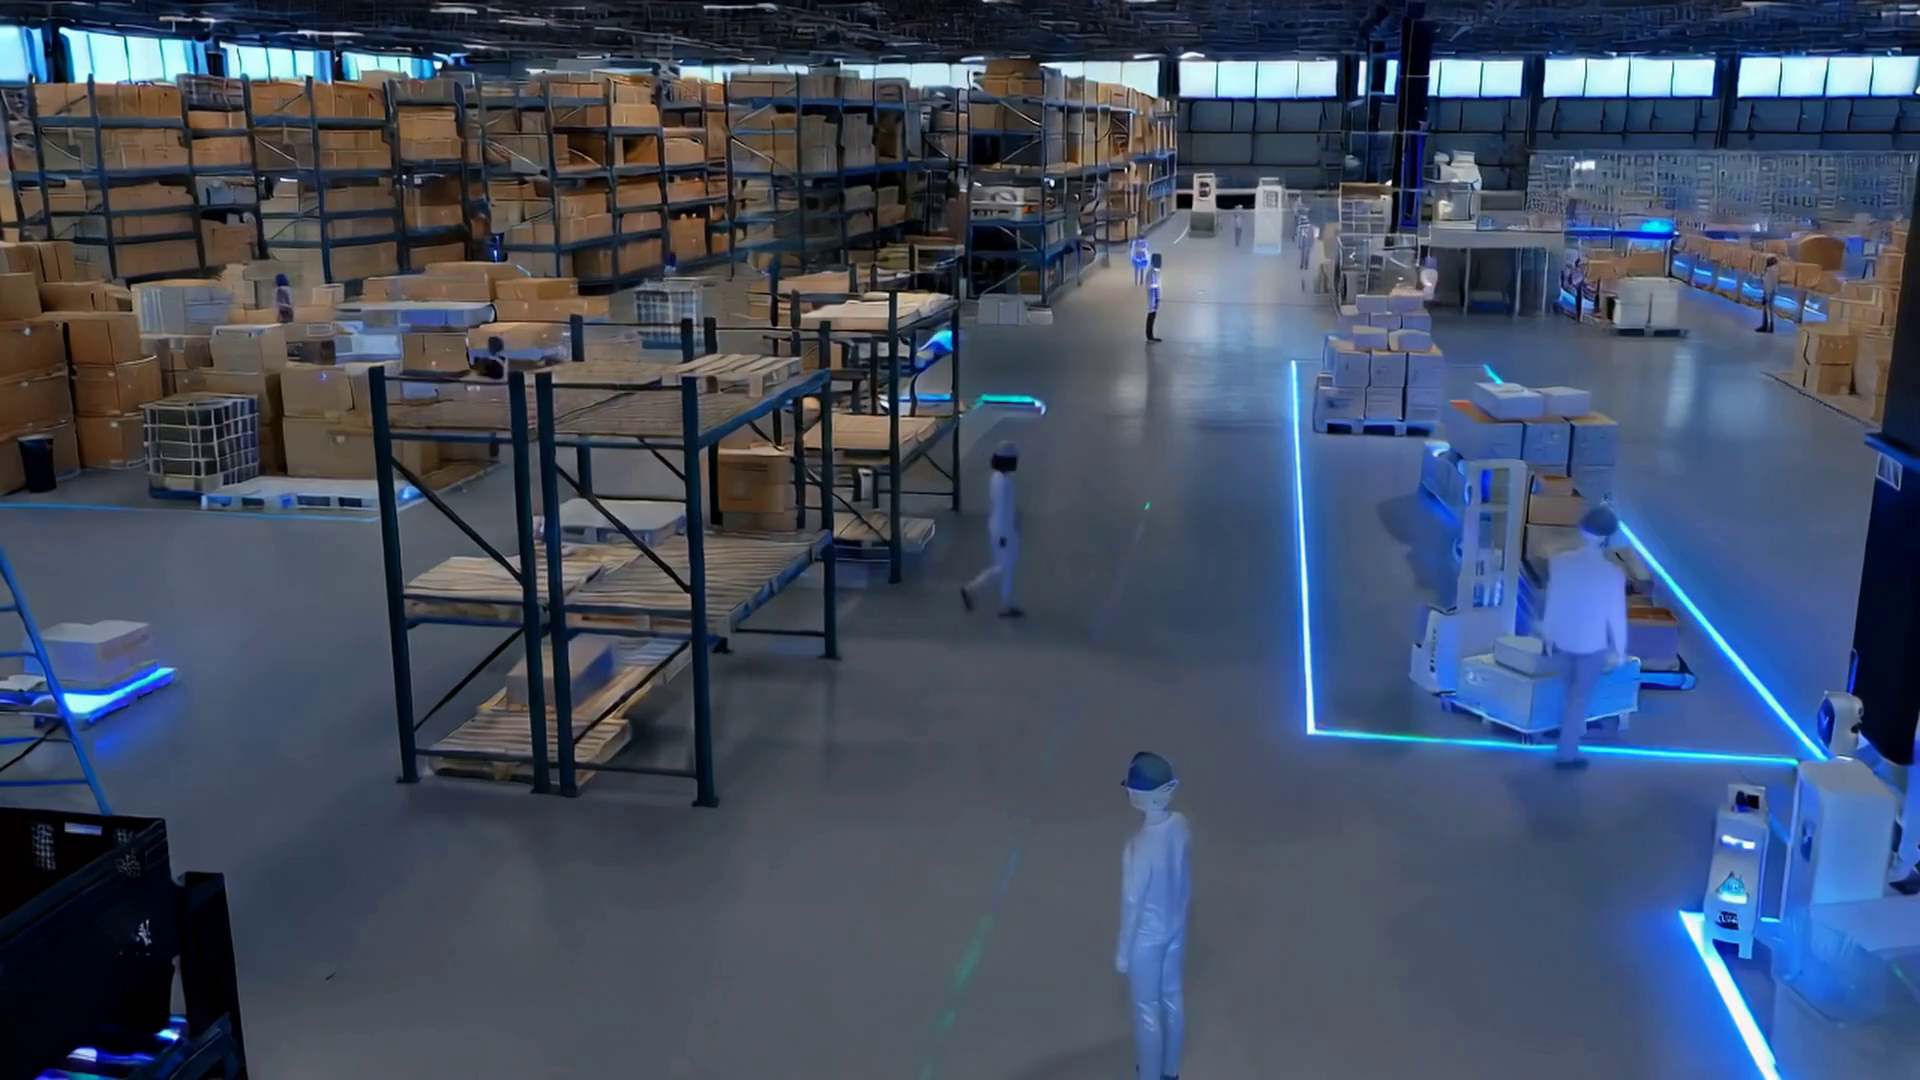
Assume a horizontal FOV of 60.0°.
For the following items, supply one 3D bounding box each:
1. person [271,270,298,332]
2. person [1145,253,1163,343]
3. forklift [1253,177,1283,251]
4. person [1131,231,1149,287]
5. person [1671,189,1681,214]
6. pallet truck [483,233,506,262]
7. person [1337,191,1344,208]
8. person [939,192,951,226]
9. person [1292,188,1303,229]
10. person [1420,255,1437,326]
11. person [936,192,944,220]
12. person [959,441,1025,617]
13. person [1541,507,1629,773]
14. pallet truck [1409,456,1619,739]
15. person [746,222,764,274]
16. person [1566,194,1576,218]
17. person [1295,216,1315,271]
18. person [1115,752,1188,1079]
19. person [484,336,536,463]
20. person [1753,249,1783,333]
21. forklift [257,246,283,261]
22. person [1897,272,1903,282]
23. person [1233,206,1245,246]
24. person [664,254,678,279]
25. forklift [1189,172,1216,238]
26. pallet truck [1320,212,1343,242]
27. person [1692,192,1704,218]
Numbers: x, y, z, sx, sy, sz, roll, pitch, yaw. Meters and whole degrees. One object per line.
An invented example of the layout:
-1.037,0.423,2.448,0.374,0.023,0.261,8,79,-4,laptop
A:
-13.476,-4.452,33.328,0.984,1.897,0.560,1,14,4,person
4.301,-5.380,36.928,0.371,1.966,0.608,0,14,1,person
12.083,-12.747,64.956,1.129,2.768,1.873,3,14,10,forklift
5.390,-8.418,49.826,0.558,1.684,0.362,1,14,4,person
34.562,-16.073,80.359,0.686,1.954,0.722,-5,15,-21,person
-11.832,-7.026,43.548,1.885,1.965,0.823,8,16,28,pallet truck
19.810,-17.499,86.696,0.490,1.700,0.879,11,17,37,person
-0.745,-16.264,81.252,0.574,1.896,0.911,2,14,10,person
16.129,-15.869,79.553,0.602,1.948,0.387,-8,16,-28,person
11.249,-6.033,40.155,0.543,1.679,0.607,-12,18,-41,person
-0.985,-17.679,87.022,0.656,1.885,0.640,10,17,35,person
0.319,-0.092,15.953,0.553,1.716,0.509,0,14,0,person
4.600,0.723,12.133,0.609,1.970,0.649,-8,16,-29,person
4.504,0.400,13.395,0.823,1.965,1.885,-6,15,-23,pallet truck
-6.709,-9.698,54.636,0.643,1.888,0.550,4,14,16,person
27.208,-14.438,73.897,0.809,1.877,0.656,12,18,40,person
11.559,-9.938,55.781,0.626,1.788,0.889,3,14,13,person
0.900,1.863,7.951,0.334,1.764,0.525,9,17,33,person
-6.375,-1.947,23.295,0.806,1.824,0.515,8,16,28,person
18.796,-5.785,38.632,0.355,1.938,0.544,-2,14,-9,person
-20.464,-9.285,50.903,1.873,2.768,1.129,3,14,10,forklift
20.418,-5.085,35.576,0.684,2.000,0.536,2,14,10,person
11.264,-12.675,67.266,0.505,1.617,0.564,6,15,22,person
-7.177,-6.207,40.889,0.715,1.671,0.540,4,14,14,person
10.718,-14.752,73.096,1.129,2.768,1.873,2,14,10,forklift
15.874,-13.227,70.310,0.680,1.201,1.601,10,17,35,pallet truck
35.438,-15.915,79.938,0.566,1.849,0.387,-5,15,-19,person
